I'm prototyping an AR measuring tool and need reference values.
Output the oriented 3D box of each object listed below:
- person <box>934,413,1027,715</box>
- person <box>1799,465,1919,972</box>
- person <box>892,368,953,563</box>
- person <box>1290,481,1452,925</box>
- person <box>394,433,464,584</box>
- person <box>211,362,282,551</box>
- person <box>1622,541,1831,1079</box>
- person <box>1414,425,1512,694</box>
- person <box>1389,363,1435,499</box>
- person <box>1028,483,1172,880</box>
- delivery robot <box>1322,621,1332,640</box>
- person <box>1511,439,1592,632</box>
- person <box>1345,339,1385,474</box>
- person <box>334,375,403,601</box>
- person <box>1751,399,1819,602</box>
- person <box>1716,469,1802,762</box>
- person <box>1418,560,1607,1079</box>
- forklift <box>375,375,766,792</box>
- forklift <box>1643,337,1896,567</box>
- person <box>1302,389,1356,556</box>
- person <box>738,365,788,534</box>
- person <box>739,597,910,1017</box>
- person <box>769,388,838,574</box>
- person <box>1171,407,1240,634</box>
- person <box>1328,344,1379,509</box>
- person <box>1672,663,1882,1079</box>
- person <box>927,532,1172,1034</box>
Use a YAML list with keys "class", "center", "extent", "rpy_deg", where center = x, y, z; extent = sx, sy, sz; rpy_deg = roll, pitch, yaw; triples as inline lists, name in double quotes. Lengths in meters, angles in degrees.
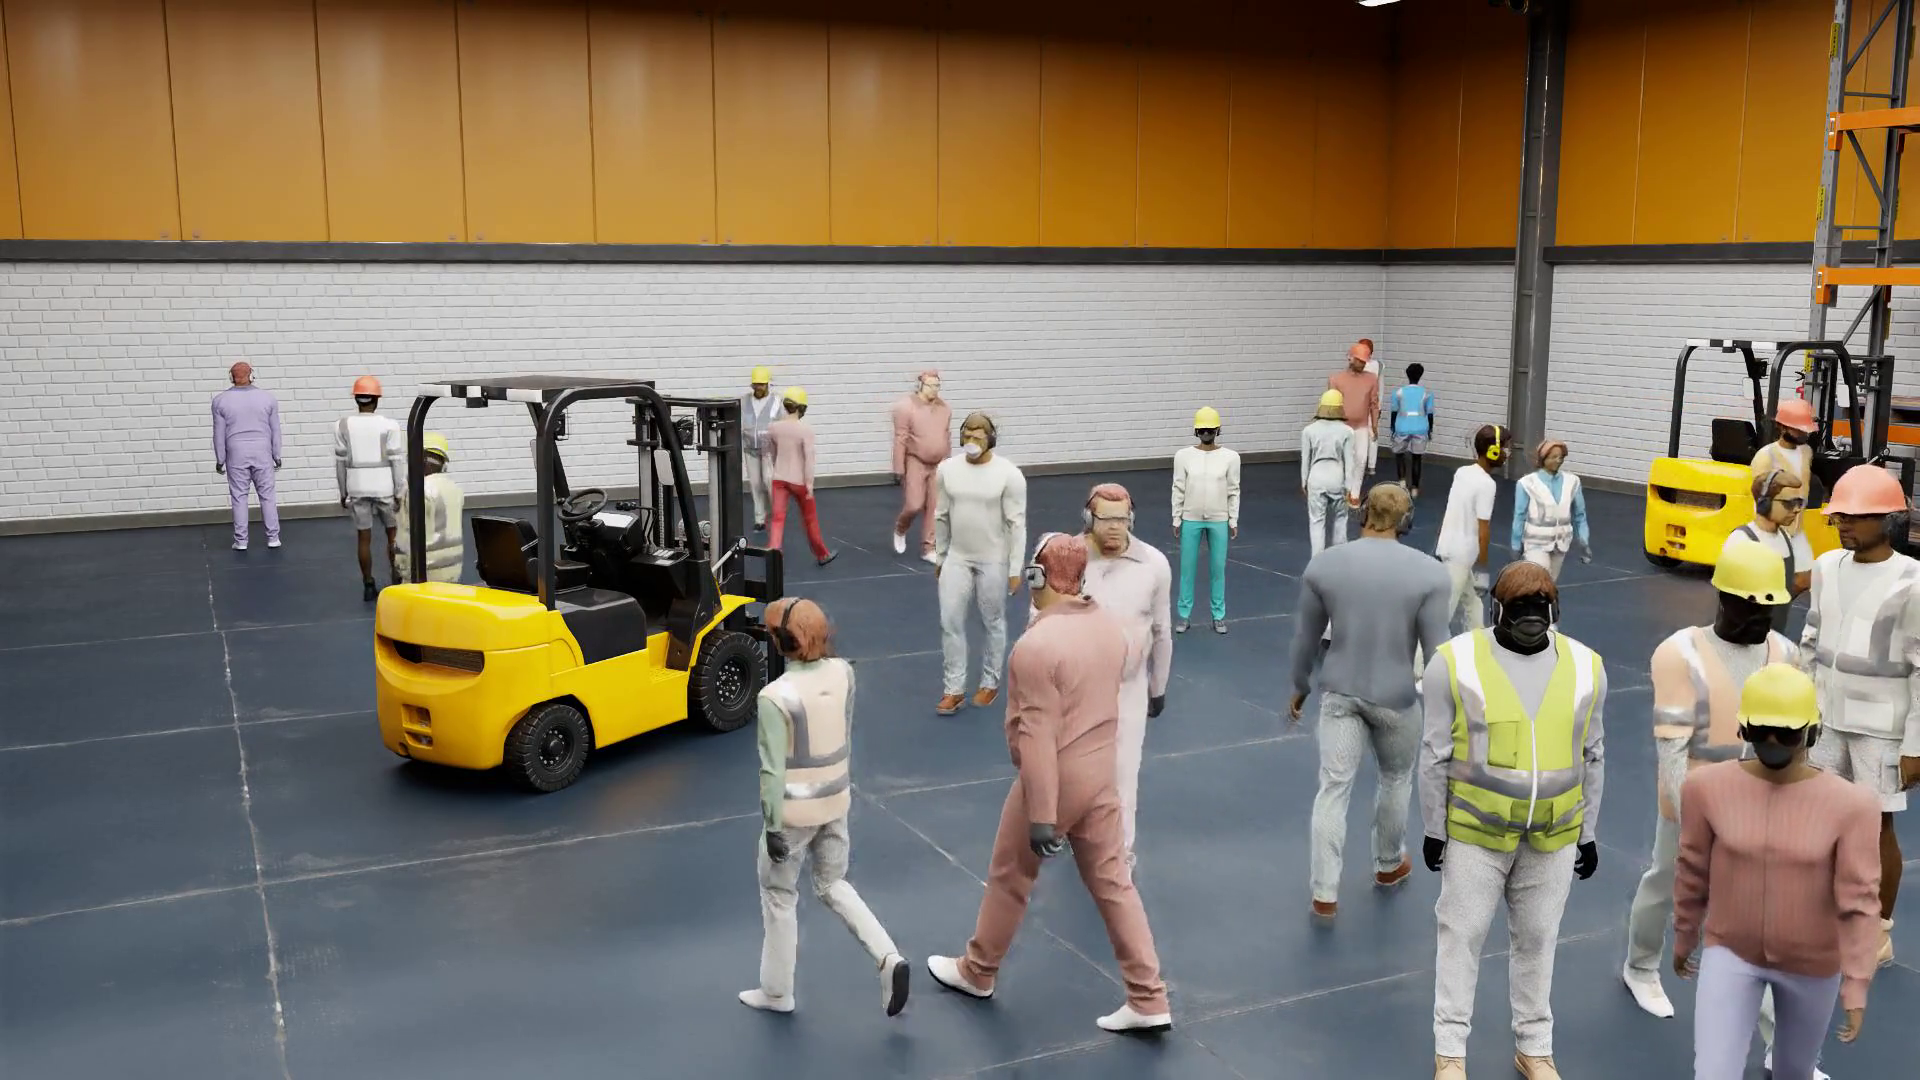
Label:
- class: "person"
  center: [0.081, 0.162, 10.466]
  extent: [0.662, 1.911, 0.781]
  rpy_deg: [4, 10, 23]
- class: "person"
  center: [3.577, 0.717, 6.654]
  extent: [0.413, 2.037, 0.625]
  rpy_deg: [-3, 10, -18]
- class: "person"
  center: [-0.376, -0.724, 16.075]
  extent: [0.644, 1.884, 0.596]
  rpy_deg: [-6, 11, -33]
- class: "person"
  center: [1.814, 0.683, 7.309]
  extent: [0.730, 1.879, 0.925]
  rpy_deg: [5, 10, 27]
- class: "person"
  center: [-3.277, 0.232, 10.441]
  extent: [0.497, 1.788, 0.671]
  rpy_deg: [1, 9, 4]
- class: "person"
  center: [-7.156, -0.839, 16.726]
  extent: [0.639, 1.902, 0.407]
  rpy_deg: [-5, 10, -27]
- class: "person"
  center: [2.711, 0.919, 5.922]
  extent: [0.593, 1.866, 1.030]
  rpy_deg: [-1, 9, -8]
- class: "person"
  center: [3.367, 0.143, 10.963]
  extent: [0.926, 1.797, 0.556]
  rpy_deg: [0, 9, -1]
- class: "person"
  center: [5.574, -1.341, 20.509]
  extent: [0.551, 1.677, 0.386]
  rpy_deg: [2, 9, 10]
- class: "person"
  center: [0.638, 0.661, 7.579]
  extent: [0.658, 1.845, 1.035]
  rpy_deg: [1, 9, 4]
- class: "delivery robot"
  center: [2.802, 0.571, 11.848]
  extent: [0.477, 0.478, 0.707]
  rpy_deg: [-8, 12, -42]
- class: "person"
  center: [4.285, 0.054, 12.127]
  extent: [0.523, 1.595, 0.859]
  rpy_deg: [-2, 9, -14]
- class: "person"
  center: [5.563, -1.829, 22.919]
  extent: [0.574, 1.884, 0.356]
  rpy_deg: [-3, 10, -19]
- class: "person"
  center: [-4.993, -0.429, 14.105]
  extent: [0.554, 1.932, 0.408]
  rpy_deg: [-2, 9, -10]
- class: "person"
  center: [5.895, -0.064, 11.920]
  extent: [0.587, 1.900, 0.526]
  rpy_deg: [-4, 10, -21]
- class: "person"
  center: [4.035, 0.566, 8.267]
  extent: [0.518, 1.821, 0.749]
  rpy_deg: [-5, 10, -28]
- class: "person"
  center: [1.867, 0.979, 5.629]
  extent: [0.627, 1.844, 0.429]
  rpy_deg: [0, 9, 1]
- class: "forklift"
  center: [-2.268, 0.149, 9.685]
  extent: [1.214, 2.155, 2.313]
  rpy_deg: [6, 11, 32]
- class: "forklift"
  center: [7.551, -0.789, 15.507]
  extent: [2.313, 2.155, 1.214]
  rpy_deg: [-4, 10, -25]
- class: "person"
  center: [3.395, -0.525, 15.343]
  extent: [0.489, 1.723, 0.658]
  rpy_deg: [3, 10, 16]
- class: "person"
  center: [-2.122, -0.964, 17.770]
  extent: [0.587, 1.810, 0.424]
  rpy_deg: [2, 9, 14]
- class: "person"
  center: [-0.521, 1.006, 6.138]
  extent: [0.646, 1.617, 0.521]
  rpy_deg: [7, 12, 38]
- class: "person"
  center: [-1.510, -0.550, 15.489]
  extent: [0.549, 1.721, 0.911]
  rpy_deg: [4, 10, 25]
- class: "person"
  center: [1.896, -0.148, 12.856]
  extent: [0.528, 1.768, 0.313]
  rpy_deg: [1, 9, 7]
- class: "person"
  center: [4.607, -1.322, 19.557]
  extent: [0.694, 1.948, 0.784]
  rpy_deg: [0, 9, 2]
- class: "person"
  center: [2.253, 1.196, 4.650]
  extent: [0.537, 1.717, 0.931]
  rpy_deg: [5, 11, 30]
- class: "person"
  center: [0.376, 0.896, 6.172]
  extent: [1.040, 1.853, 0.658]
  rpy_deg: [7, 12, 37]
